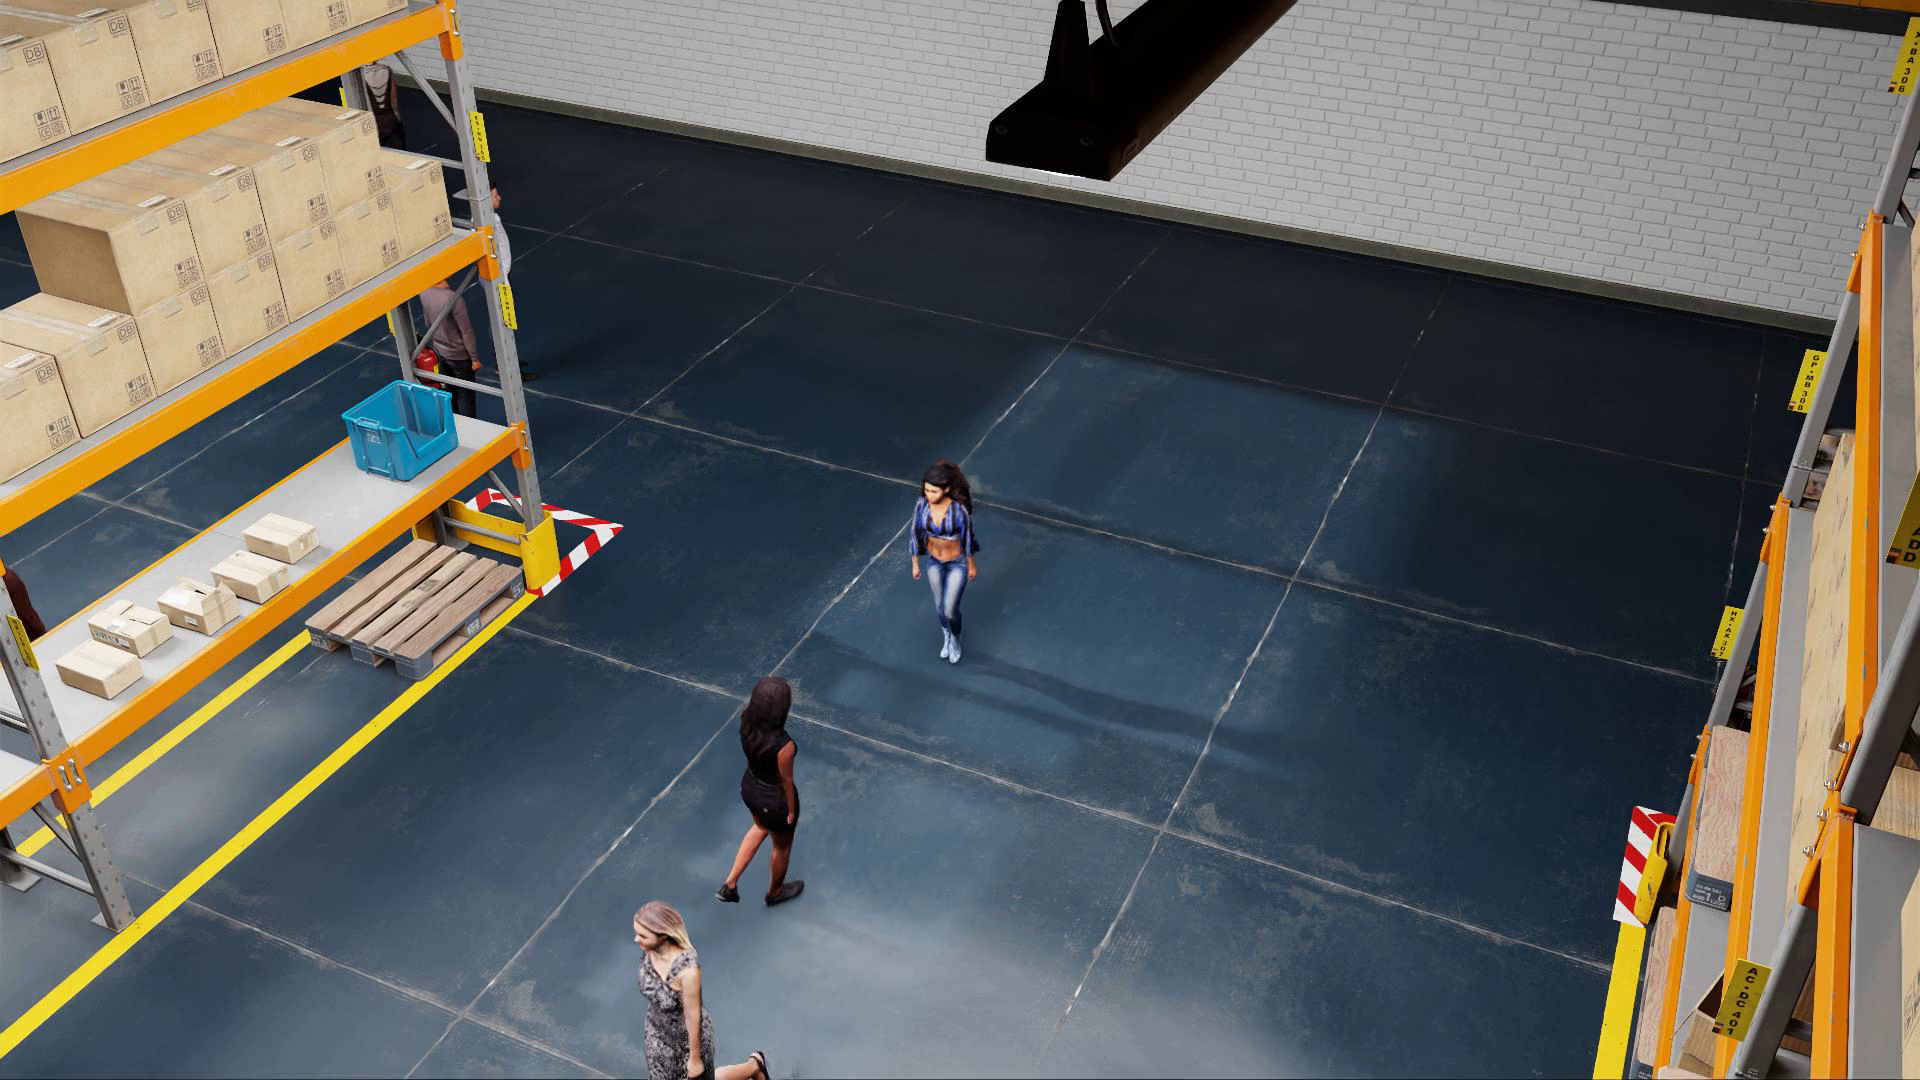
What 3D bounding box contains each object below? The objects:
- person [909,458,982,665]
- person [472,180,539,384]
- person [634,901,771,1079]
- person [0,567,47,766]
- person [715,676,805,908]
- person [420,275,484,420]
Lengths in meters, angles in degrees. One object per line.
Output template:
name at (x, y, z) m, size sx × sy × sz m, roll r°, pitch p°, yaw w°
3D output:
person at (-0.057, 0.127, 11.386) m, size 0.624 × 1.609 × 0.568 m, roll 12°, pitch 35°, yaw 17°
person at (-4.135, -2.311, 14.819) m, size 0.753 × 1.868 × 0.714 m, roll -17°, pitch 37°, yaw -23°
person at (-1.264, 2.335, 8.003) m, size 0.763 × 1.677 × 1.024 m, roll 26°, pitch 41°, yaw 33°
person at (-5.901, 0.627, 10.499) m, size 0.834 × 1.757 × 1.001 m, roll 3°, pitch 34°, yaw 5°
person at (-1.122, 1.491, 9.238) m, size 0.799 × 1.714 × 0.909 m, roll 28°, pitch 43°, yaw 35°
person at (-4.206, -1.552, 13.768) m, size 0.567 × 1.766 × 0.679 m, roll 15°, pitch 36°, yaw 21°
